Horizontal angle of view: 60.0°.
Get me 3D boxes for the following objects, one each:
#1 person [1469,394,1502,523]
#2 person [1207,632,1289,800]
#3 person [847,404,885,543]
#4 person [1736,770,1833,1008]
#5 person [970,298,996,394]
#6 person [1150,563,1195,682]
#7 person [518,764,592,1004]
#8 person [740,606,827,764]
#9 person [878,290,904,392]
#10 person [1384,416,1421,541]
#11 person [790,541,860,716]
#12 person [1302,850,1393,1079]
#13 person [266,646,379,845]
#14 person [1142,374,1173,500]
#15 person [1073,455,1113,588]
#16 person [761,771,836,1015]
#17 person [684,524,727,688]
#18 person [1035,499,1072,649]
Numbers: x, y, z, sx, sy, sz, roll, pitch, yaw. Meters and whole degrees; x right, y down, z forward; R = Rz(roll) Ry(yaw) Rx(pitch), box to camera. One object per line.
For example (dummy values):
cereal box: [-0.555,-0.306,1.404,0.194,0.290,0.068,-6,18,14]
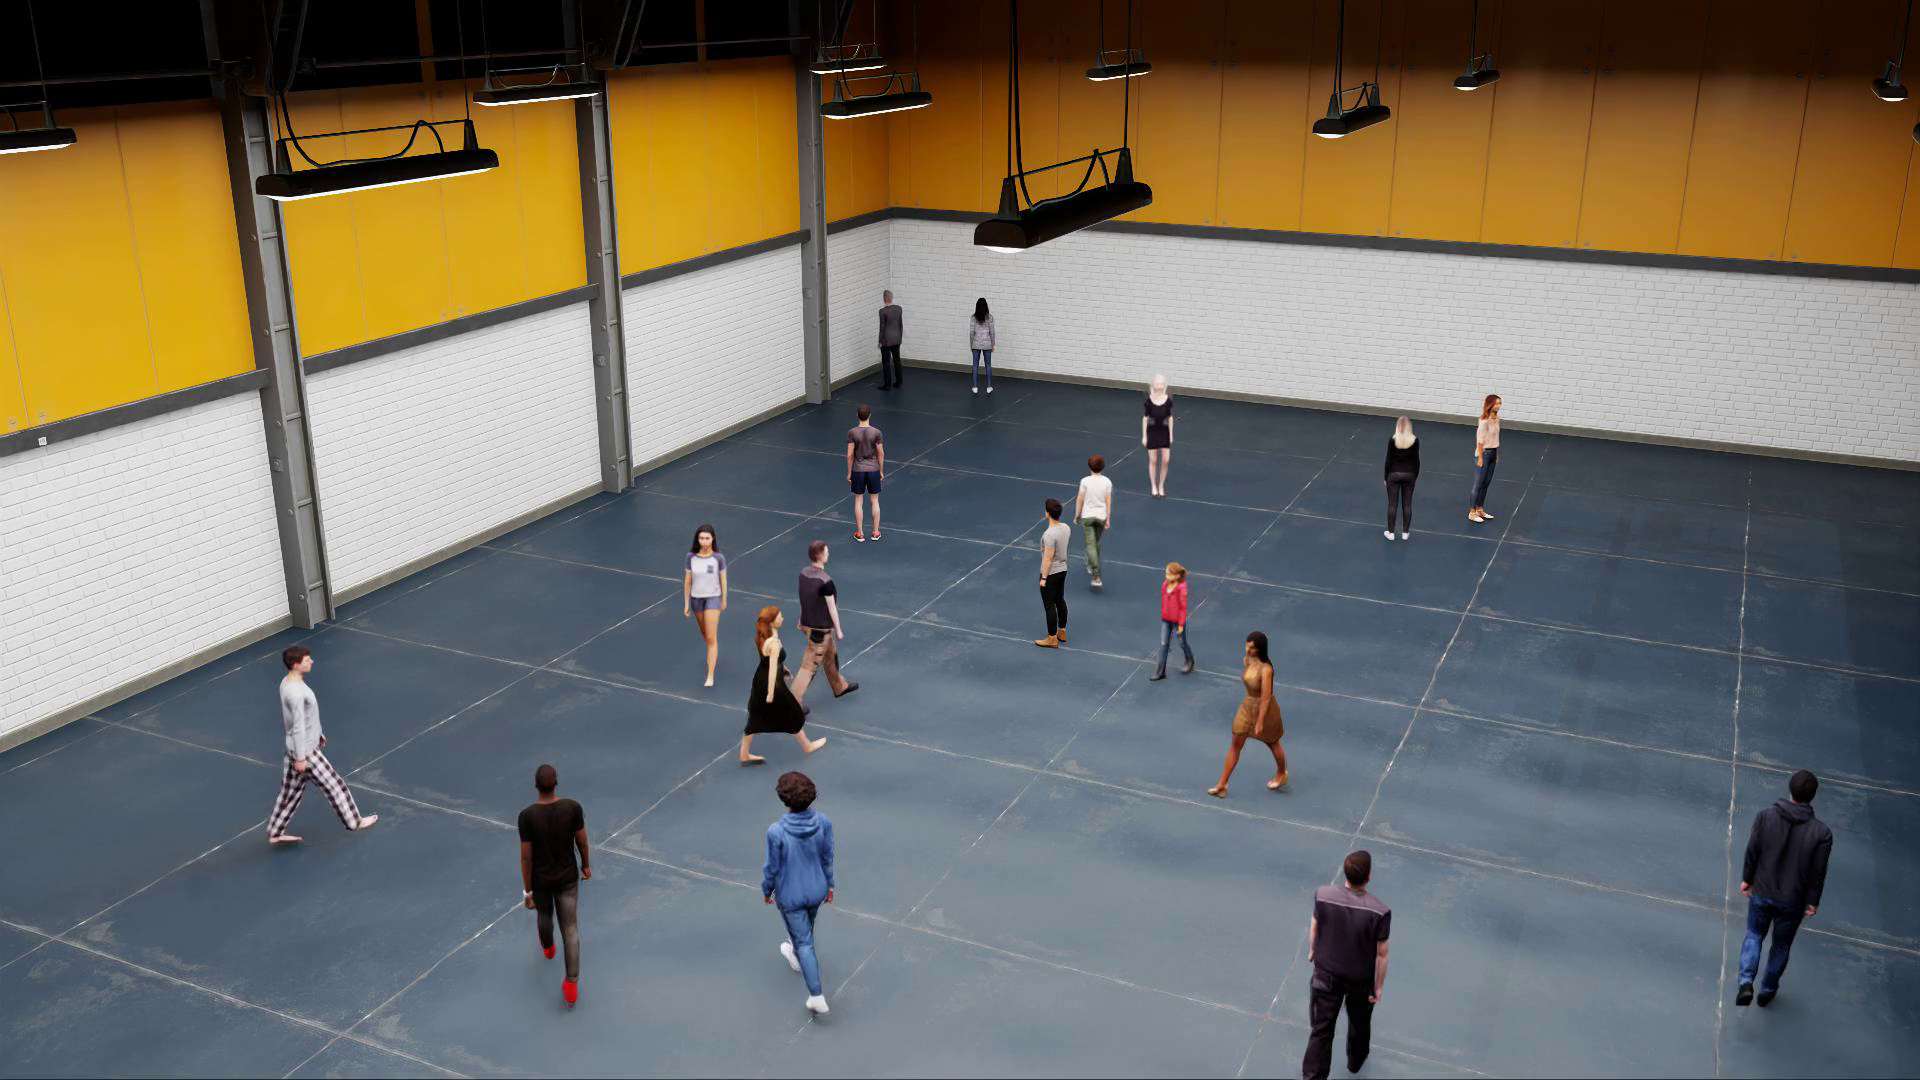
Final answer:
person: [7.290,-1.153,23.070,0.600,1.792,0.725,-15,24,-37]
person: [2.787,1.602,15.146,1.171,1.628,1.002,-10,21,-27]
person: [-1.268,-0.900,22.228,0.731,1.851,0.738,-3,19,-8]
person: [5.851,2.558,11.916,0.779,1.879,0.945,14,23,36]
person: [0.397,-3.557,30.303,0.685,1.732,0.656,1,19,2]
person: [2.350,0.864,17.865,0.677,1.292,0.950,16,24,40]
person: [-2.949,2.533,12.177,1.210,1.759,1.243,-7,20,-21]
person: [-1.897,1.410,15.791,1.124,1.581,0.983,-10,21,-27]
person: [-1.281,-3.673,30.485,0.690,1.836,0.863,-16,24,-39]
person: [5.905,-0.829,22.276,0.680,1.685,0.650,2,19,5]
person: [-1.527,0.927,16.900,1.312,1.787,1.099,-12,22,-32]
person: [2.496,2.920,10.953,0.719,1.807,1.185,8,20,22]
person: [-5.725,1.807,14.276,1.227,1.796,1.094,-9,21,-25]
person: [2.851,-1.510,24.095,0.750,1.815,0.794,0,19,-1]
person: [1.660,-0.204,20.533,1.003,1.612,1.190,-3,19,-8]
person: [-1.119,2.574,12.041,1.227,1.768,1.212,-9,21,-26]
person: [-2.725,0.650,17.881,0.867,1.687,1.225,1,19,4]
person: [1.054,0.358,18.697,0.703,1.719,0.515,13,22,33]
